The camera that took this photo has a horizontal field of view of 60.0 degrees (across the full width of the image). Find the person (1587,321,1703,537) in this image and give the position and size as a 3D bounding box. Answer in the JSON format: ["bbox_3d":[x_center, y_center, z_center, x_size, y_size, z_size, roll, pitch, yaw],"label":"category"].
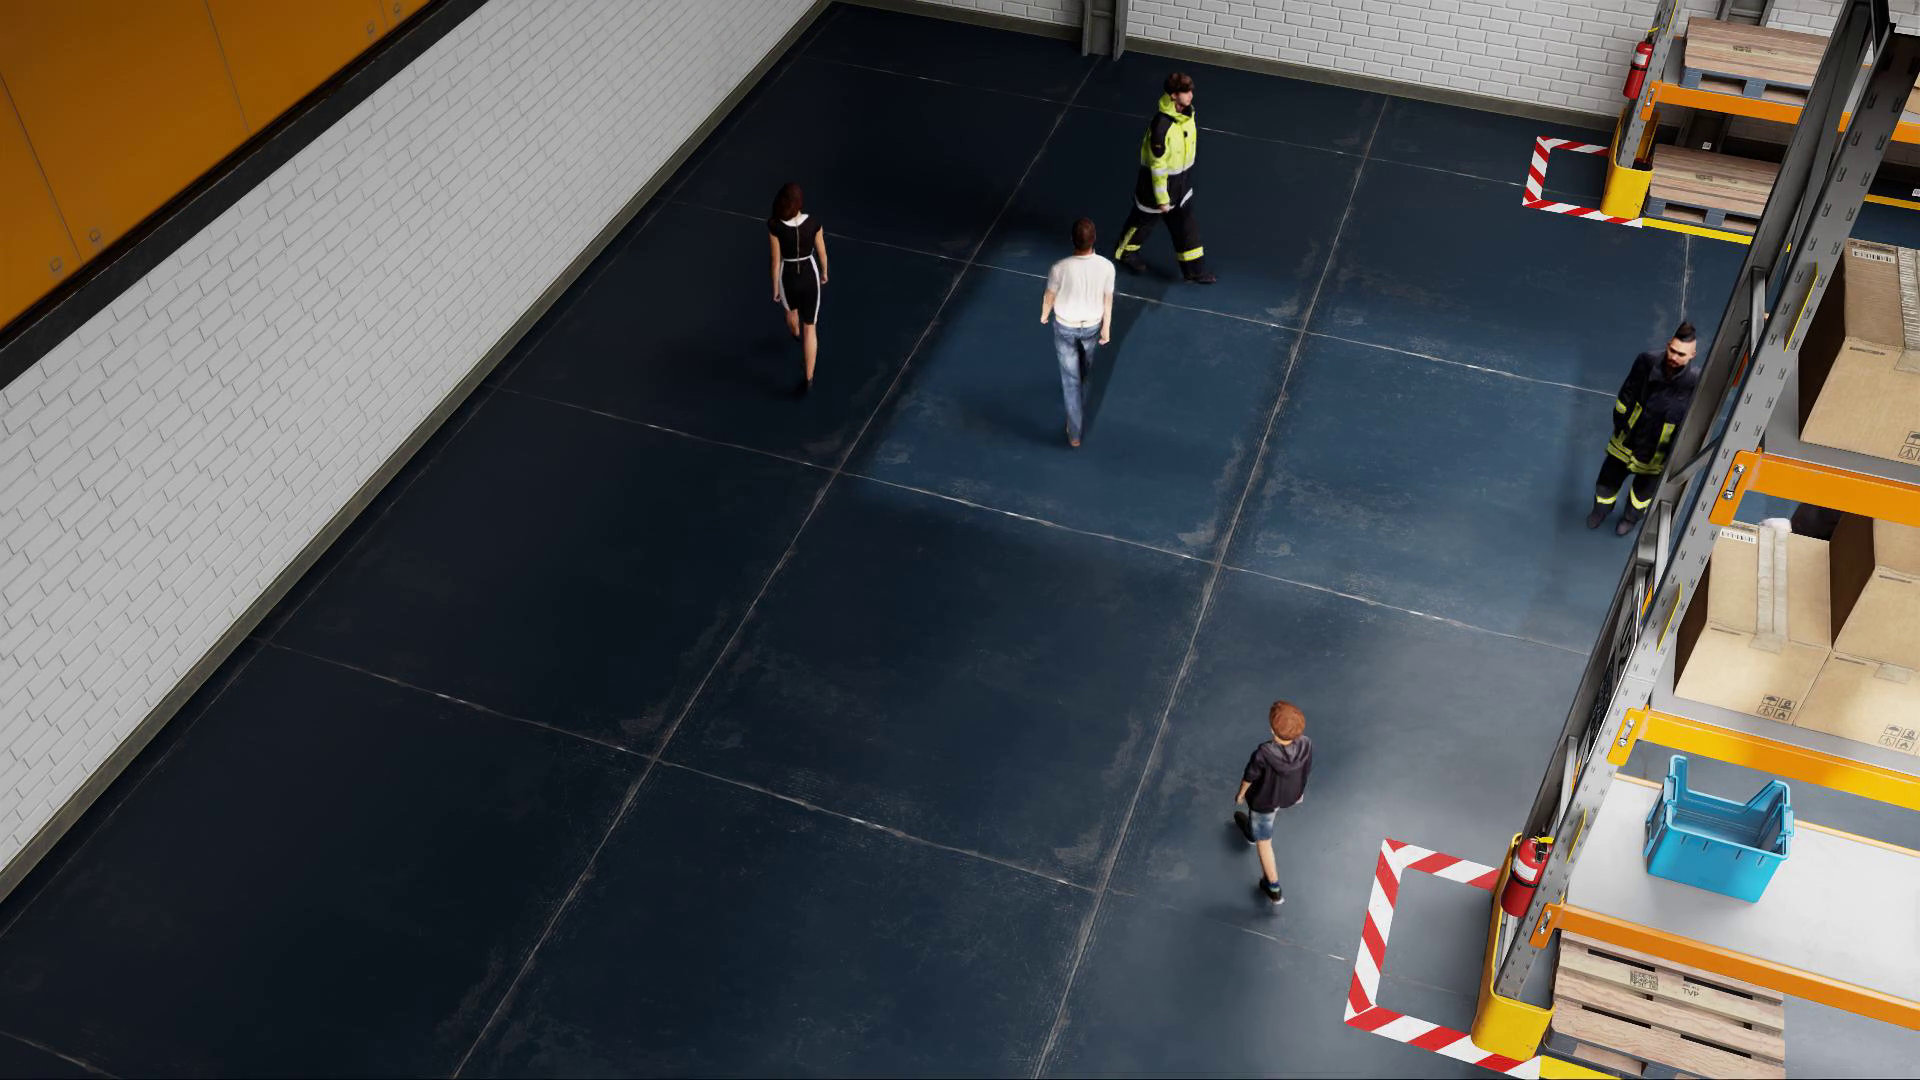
[{"bbox_3d":[4.909,-0.805,11.716,0.793,1.850,0.926,28,50,27],"label":"person"}]

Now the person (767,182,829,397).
[{"bbox_3d":[-1.235,-1.911,12.948,1.158,1.752,1.059,-7,44,-8],"label":"person"}]

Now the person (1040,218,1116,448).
[{"bbox_3d":[0.890,-1.512,12.485,1.198,1.813,1.100,-7,44,-7],"label":"person"}]

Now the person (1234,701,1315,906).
[{"bbox_3d":[1.817,1.517,9.595,0.952,1.414,0.956,-13,45,-13],"label":"person"}]

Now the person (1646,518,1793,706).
[{"bbox_3d":[4.777,0.564,10.376,1.159,1.717,1.030,-14,45,-14],"label":"person"}]

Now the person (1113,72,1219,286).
[{"bbox_3d":[1.648,-3.036,13.999,1.318,1.932,1.024,27,50,26],"label":"person"}]
